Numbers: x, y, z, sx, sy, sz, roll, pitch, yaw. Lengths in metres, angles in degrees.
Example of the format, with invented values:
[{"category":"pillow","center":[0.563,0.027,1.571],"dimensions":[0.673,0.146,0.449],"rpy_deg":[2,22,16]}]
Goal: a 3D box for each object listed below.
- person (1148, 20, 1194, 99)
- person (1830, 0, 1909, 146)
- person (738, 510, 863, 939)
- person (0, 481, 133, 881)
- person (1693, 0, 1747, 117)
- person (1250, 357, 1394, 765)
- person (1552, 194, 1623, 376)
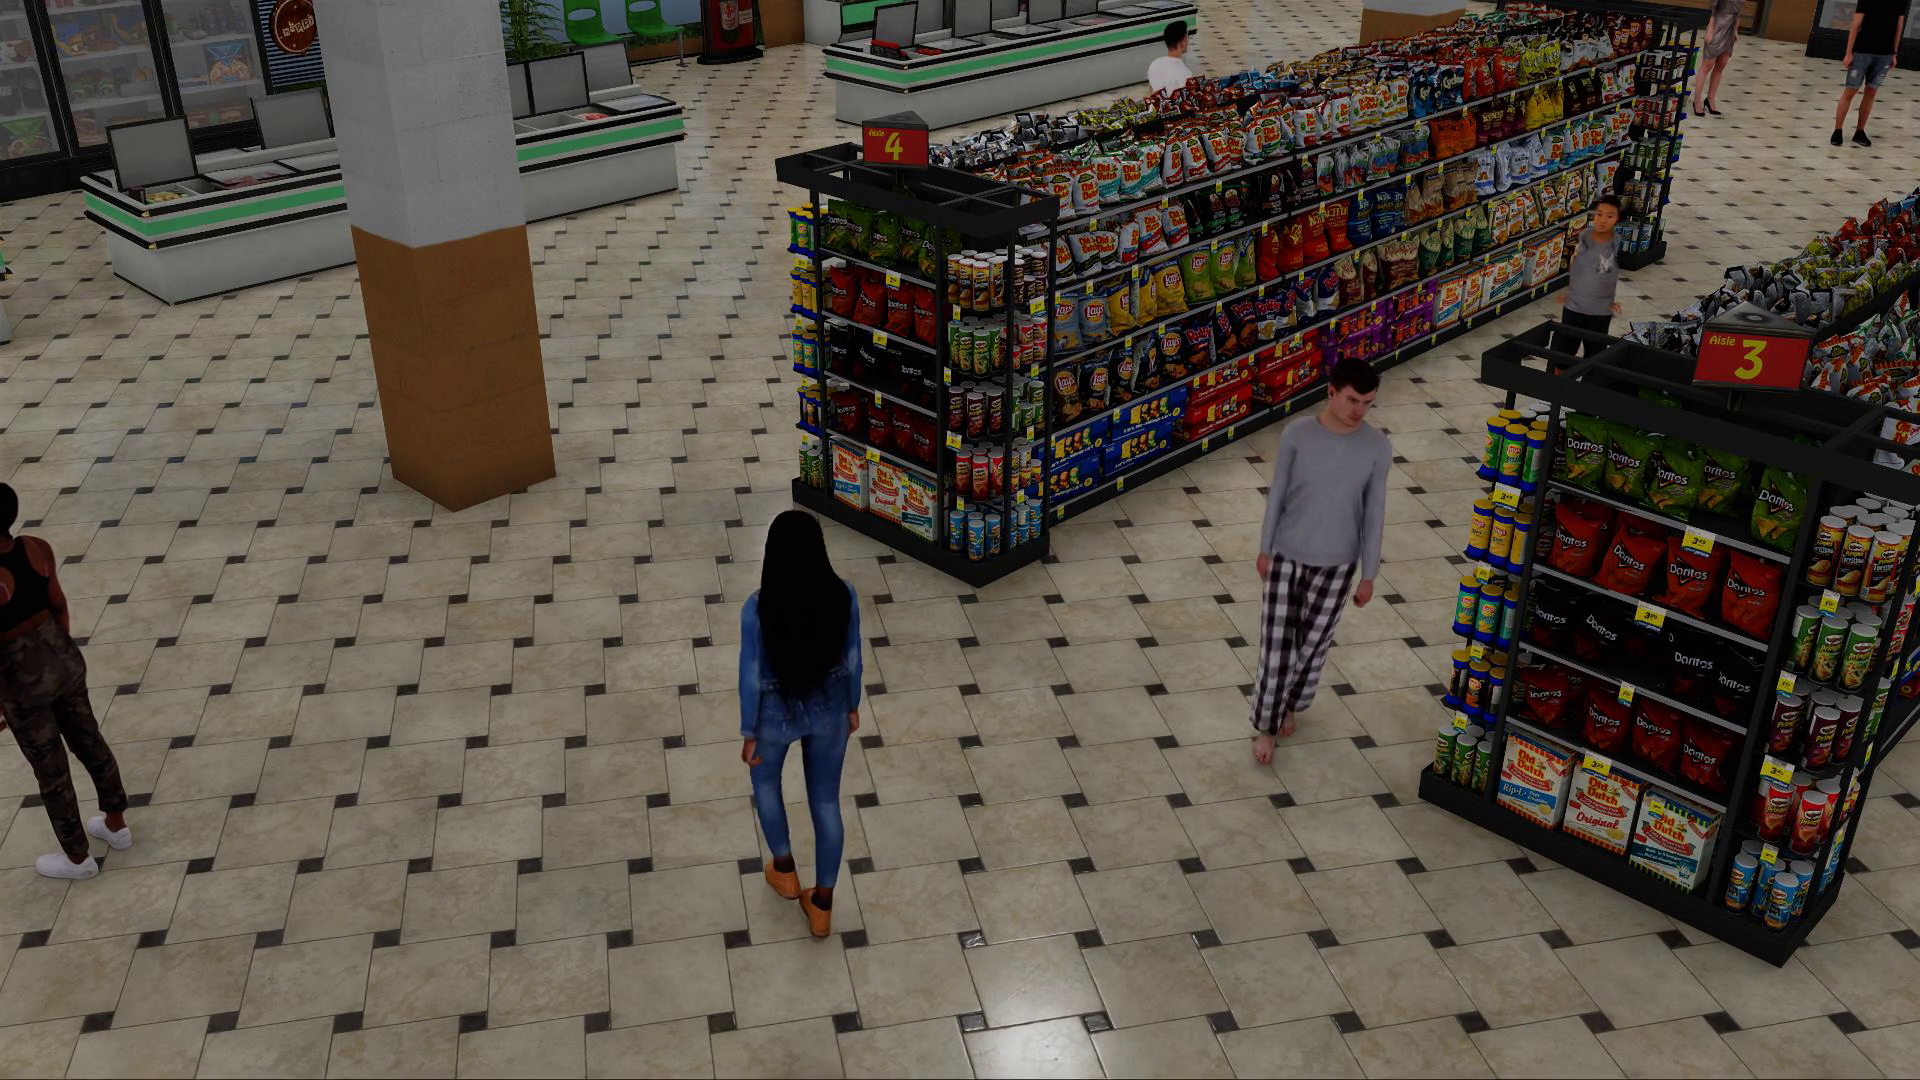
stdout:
[{"category":"person","center":[1.667,-3.311,13.756],"dimensions":[1.169,1.824,0.757],"rpy_deg":[-20,33,-34]},{"category":"person","center":[9.357,-4.966,17.091],"dimensions":[0.752,1.761,0.783],"rpy_deg":[3,27,5]},{"category":"person","center":[-0.540,0.714,5.954],"dimensions":[0.766,1.703,0.833],"rpy_deg":[-9,28,-17]},{"category":"person","center":[-3.503,0.529,6.323],"dimensions":[0.713,1.700,0.599],"rpy_deg":[10,29,19]},{"category":"person","center":[8.368,-5.566,18.293],"dimensions":[0.568,1.743,0.713],"rpy_deg":[-11,29,-21]},{"category":"person","center":[1.529,0.034,7.162],"dimensions":[0.862,1.823,0.933],"rpy_deg":[6,28,12]},{"category":"person","center":[4.075,-1.579,10.749],"dimensions":[0.650,1.456,0.628],"rpy_deg":[16,31,29]}]
